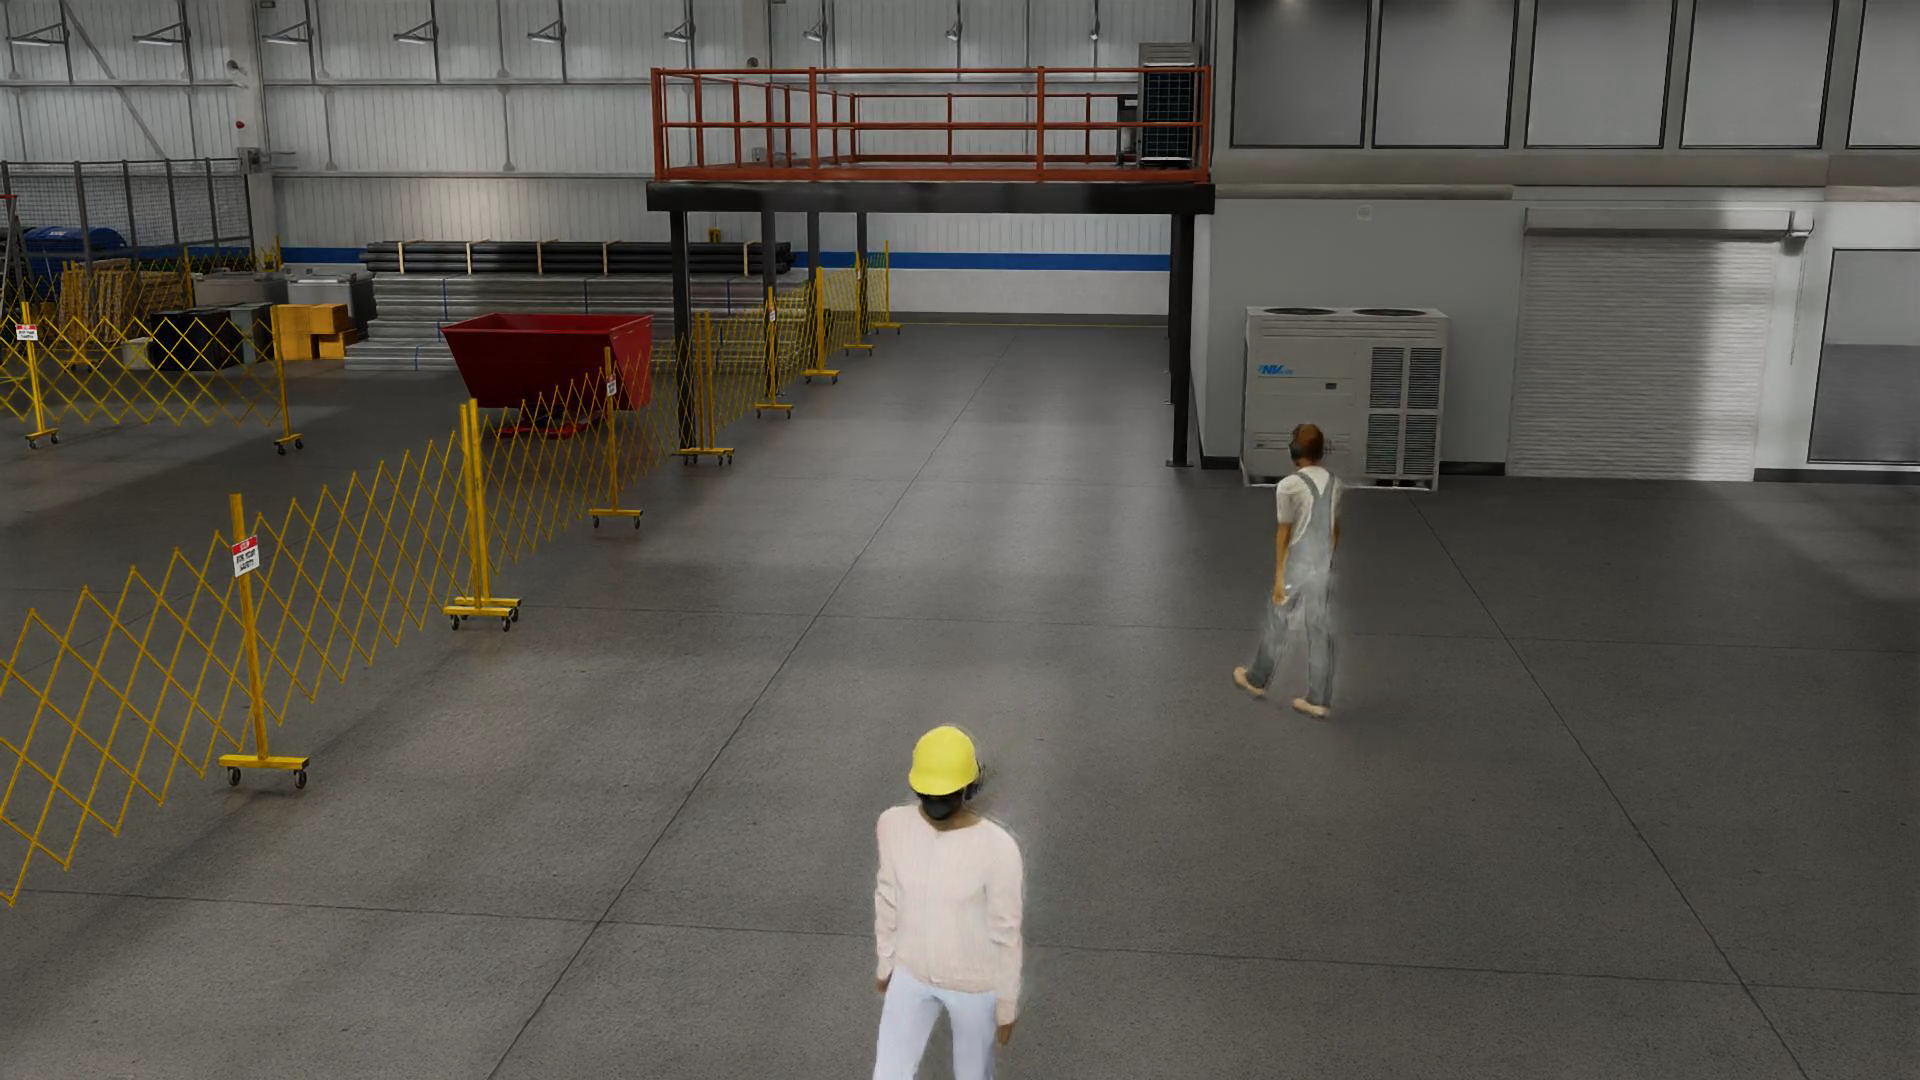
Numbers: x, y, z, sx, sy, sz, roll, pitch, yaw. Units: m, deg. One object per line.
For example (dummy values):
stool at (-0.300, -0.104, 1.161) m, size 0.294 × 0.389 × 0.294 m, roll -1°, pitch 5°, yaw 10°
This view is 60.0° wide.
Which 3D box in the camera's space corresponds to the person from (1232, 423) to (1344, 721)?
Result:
person at (2.071, 0.170, 10.302) m, size 0.539 × 1.815 × 0.781 m, roll -7°, pitch 15°, yaw -25°

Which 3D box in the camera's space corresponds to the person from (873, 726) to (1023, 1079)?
person at (-0.065, 1.429, 5.300) m, size 0.544 × 1.747 × 0.530 m, roll 6°, pitch 15°, yaw 23°
